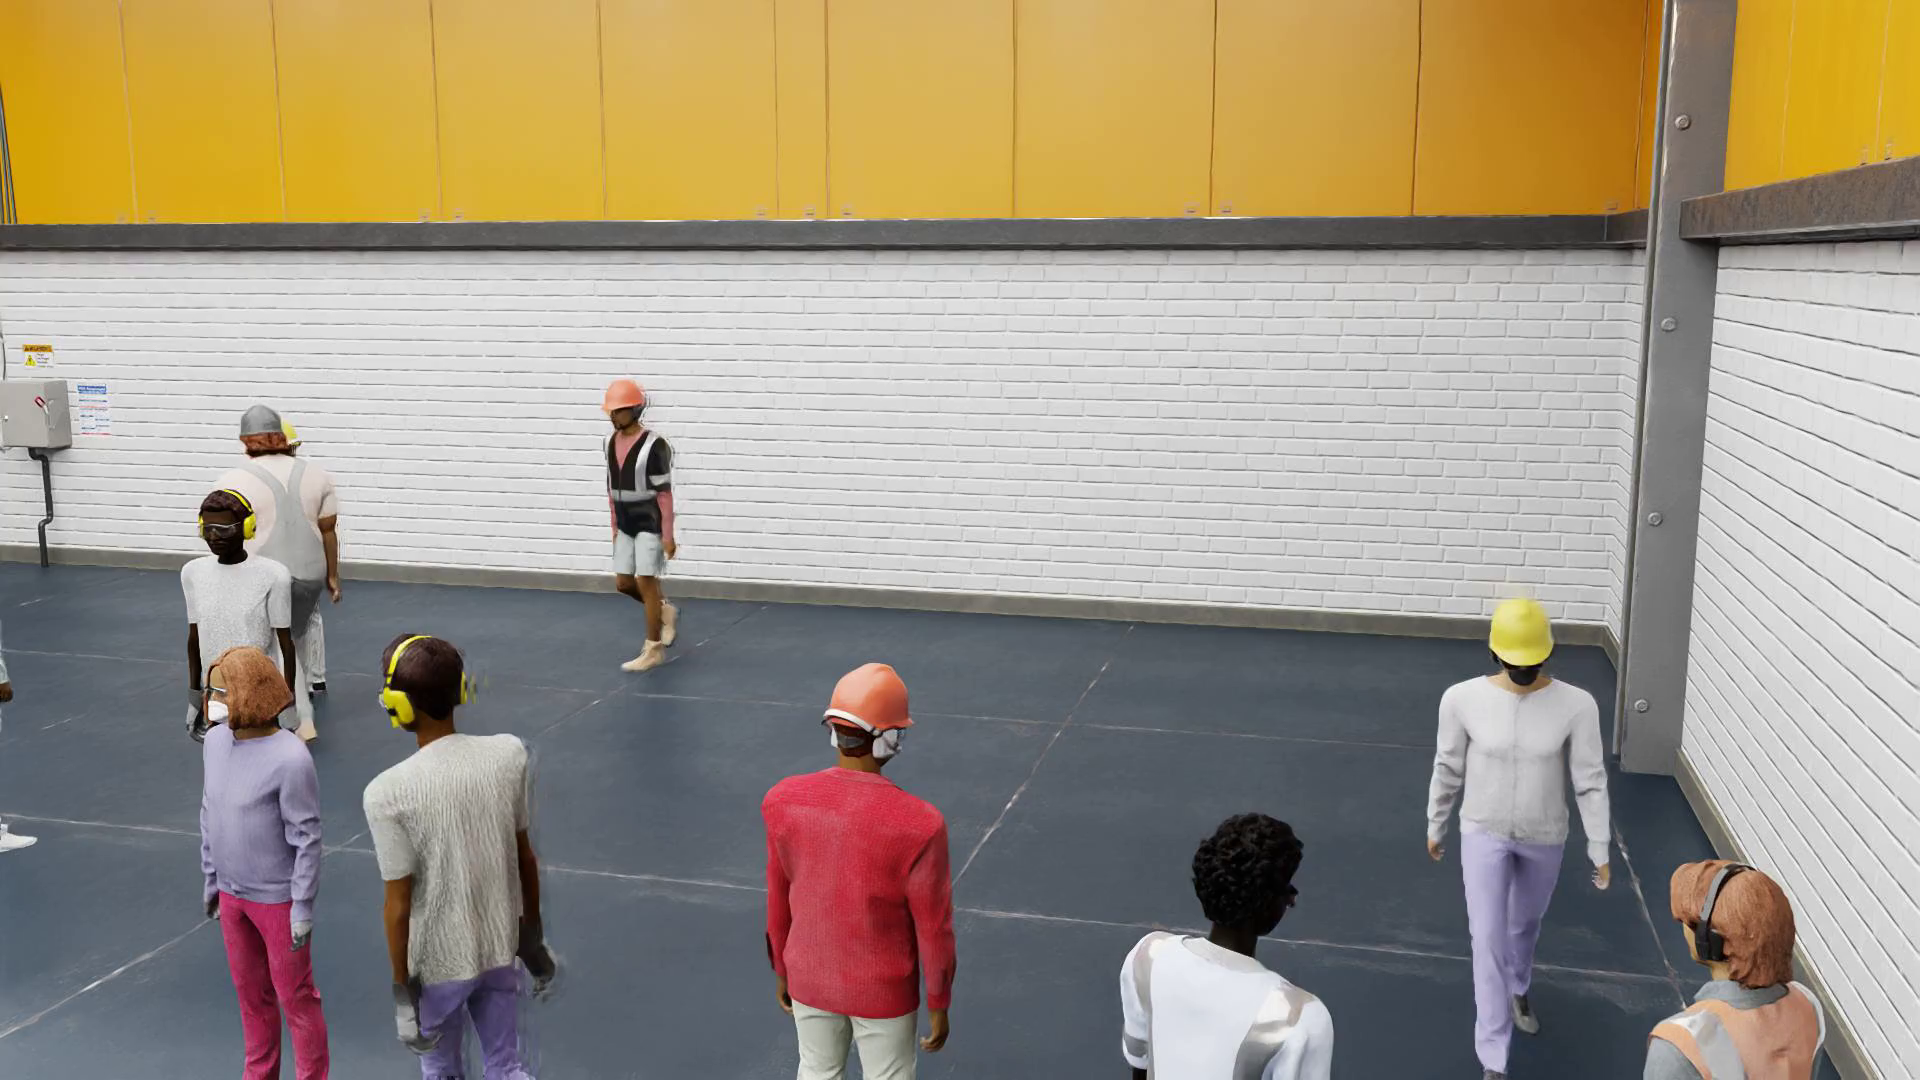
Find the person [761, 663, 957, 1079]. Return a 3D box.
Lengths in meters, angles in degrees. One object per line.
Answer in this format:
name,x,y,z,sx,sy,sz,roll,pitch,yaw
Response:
person,-0.266,1.197,4.609,0.573,1.740,0.349,4,11,23

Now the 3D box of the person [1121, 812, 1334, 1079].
person,0.562,1.404,3.548,0.320,1.686,0.539,-9,13,-42

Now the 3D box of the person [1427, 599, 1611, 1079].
person,1.933,1.017,5.778,0.576,1.703,0.942,2,10,11

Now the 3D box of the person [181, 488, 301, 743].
person,-3.128,0.692,7.248,0.501,1.861,0.325,1,10,8

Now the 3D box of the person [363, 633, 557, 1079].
person,-1.305,1.161,4.523,0.687,1.840,0.556,9,13,43

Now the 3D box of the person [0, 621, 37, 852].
person,-4.711,0.631,7.960,0.488,1.741,0.318,7,12,37

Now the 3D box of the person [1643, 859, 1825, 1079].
person,1.560,1.456,3.413,0.509,1.632,0.316,-7,12,-34

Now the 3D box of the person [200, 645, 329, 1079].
person,-2.226,1.135,5.284,0.498,1.634,0.281,5,11,29

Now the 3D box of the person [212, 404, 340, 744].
person,-3.991,0.174,9.749,0.910,2.000,0.693,8,12,38

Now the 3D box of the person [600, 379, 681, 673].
person,-2.156,-0.112,11.477,0.628,2.026,0.682,7,12,36
